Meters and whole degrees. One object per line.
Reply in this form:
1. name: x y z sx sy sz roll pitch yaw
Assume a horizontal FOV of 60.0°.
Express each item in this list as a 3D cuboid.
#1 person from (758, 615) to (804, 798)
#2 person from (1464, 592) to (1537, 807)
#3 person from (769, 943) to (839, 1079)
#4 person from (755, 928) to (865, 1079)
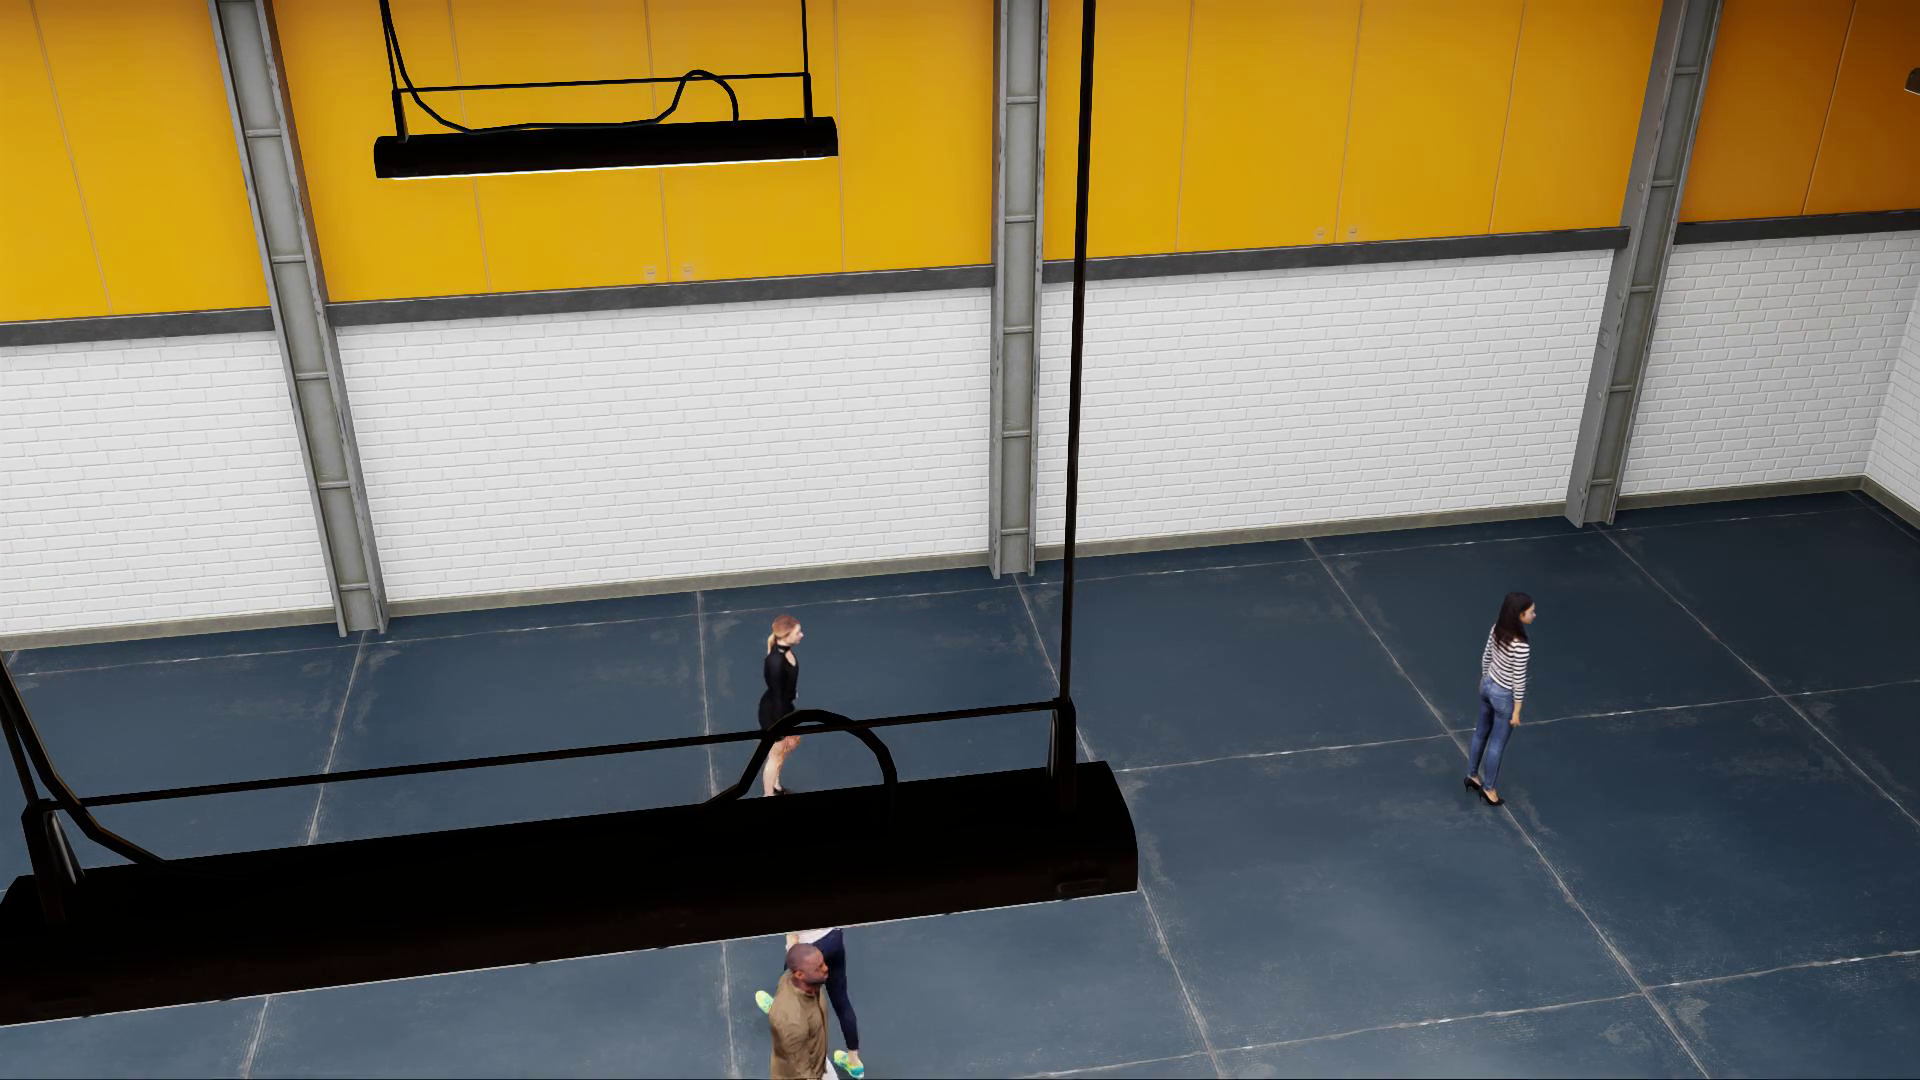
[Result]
1. person: -1.347 1.303 12.350 0.696 1.741 0.657 0 29 1
2. person: 4.057 1.192 12.500 0.526 1.794 0.597 -8 30 -15
3. person: -0.959 2.962 9.256 1.170 1.792 0.970 5 29 10
4. person: -0.812 2.574 10.116 1.187 1.651 1.118 -24 37 -37
